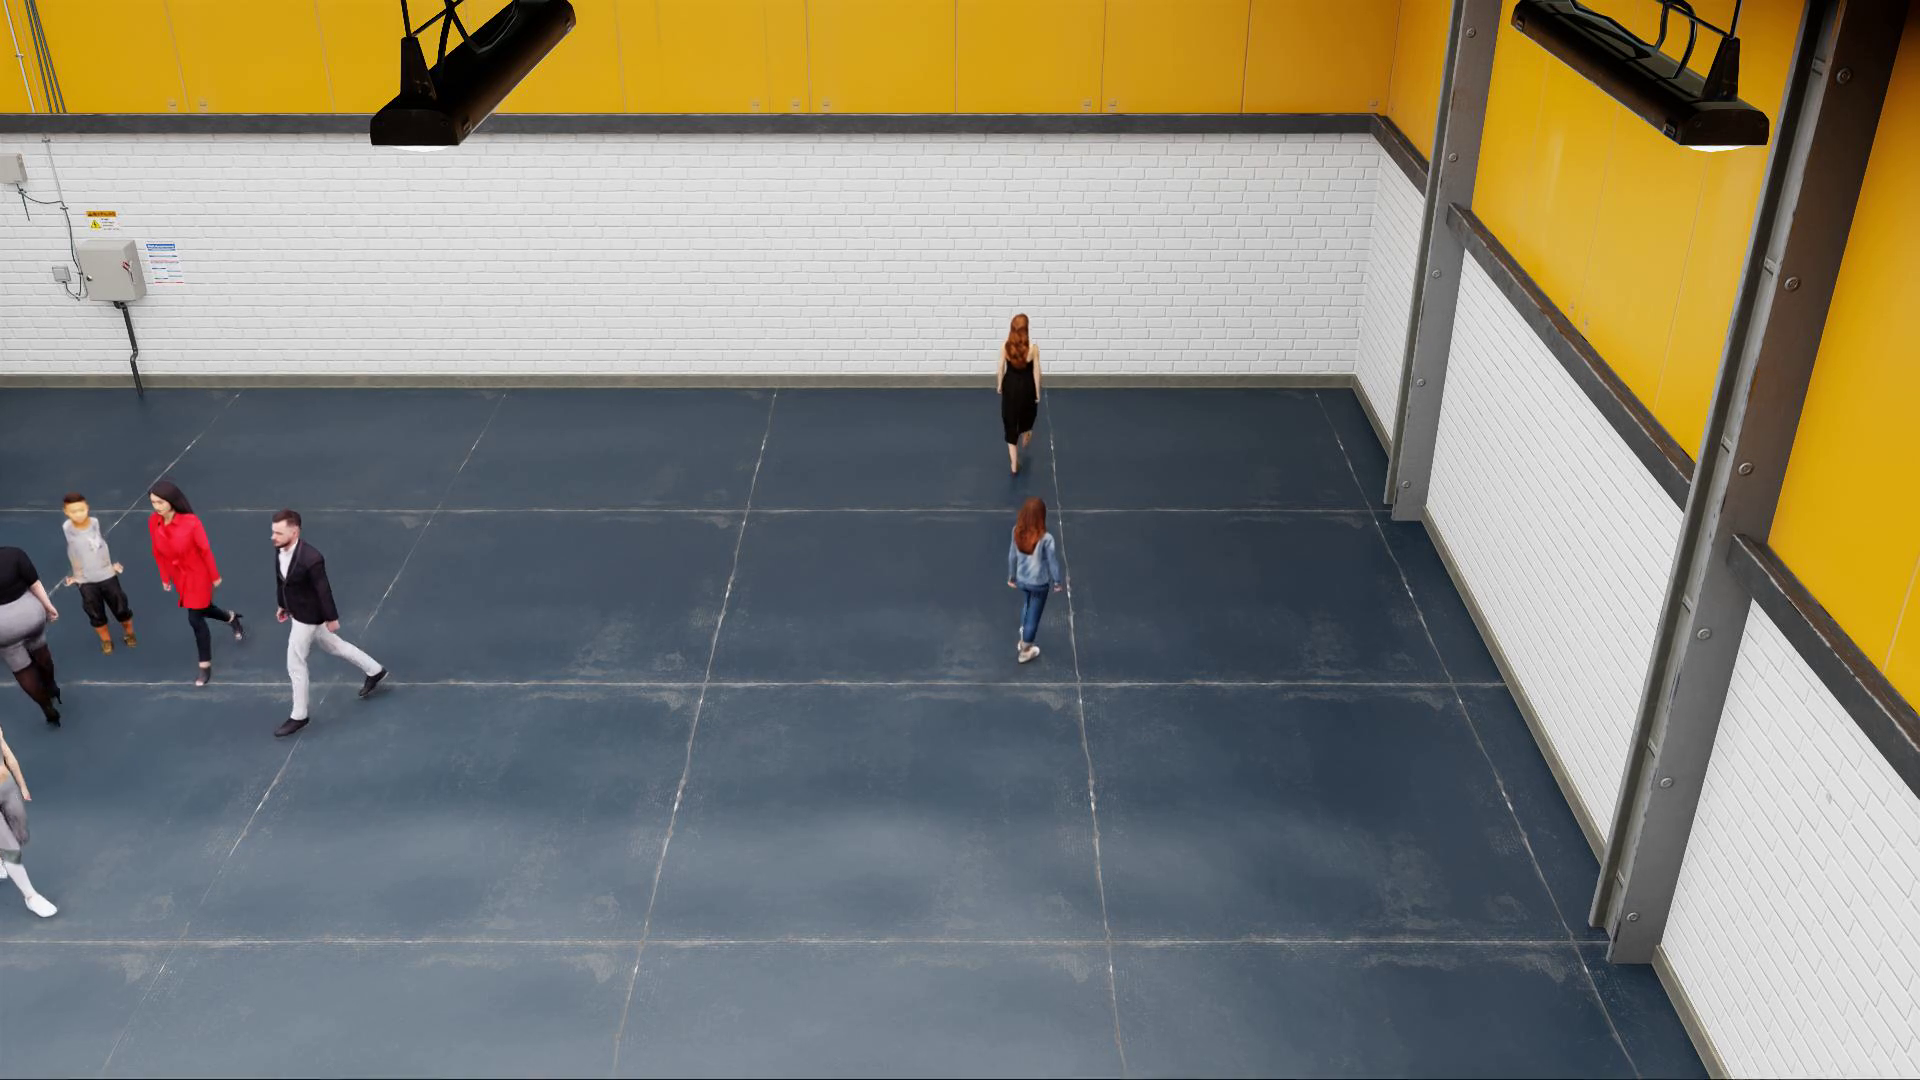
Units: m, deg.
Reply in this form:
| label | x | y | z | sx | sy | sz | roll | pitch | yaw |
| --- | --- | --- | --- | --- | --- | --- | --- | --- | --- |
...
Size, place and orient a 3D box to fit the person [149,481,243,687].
| label | x | y | z | sx | sy | sz | roll | pitch | yaw |
| --- | --- | --- | --- | --- | --- | --- | --- | --- | --- |
| person | -6.041 | 0.269 | 13.177 | 0.729 | 1.719 | 1.058 | 4 | 29 | 8 |

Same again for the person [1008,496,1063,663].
| label | x | y | z | sx | sy | sz | roll | pitch | yaw |
| --- | --- | --- | --- | --- | --- | --- | --- | --- | --- |
| person | 0.539 | 0.350 | 13.293 | 0.665 | 1.466 | 0.713 | 21 | 35 | 34 |

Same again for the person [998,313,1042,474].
| label | x | y | z | sx | sy | sz | roll | pitch | yaw |
| --- | --- | --- | --- | --- | --- | --- | --- | --- | --- |
| person | 0.567 | -1.414 | 16.403 | 0.650 | 1.585 | 1.044 | 2 | 29 | 4 |

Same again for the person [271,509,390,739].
| label | x | y | z | sx | sy | sz | roll | pitch | yaw |
| --- | --- | --- | --- | --- | --- | --- | --- | --- | --- |
| person | -4.844 | 0.542 | 12.596 | 1.241 | 1.796 | 1.195 | -25 | 37 | -38 |

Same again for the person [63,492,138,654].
| label | x | y | z | sx | sy | sz | roll | pitch | yaw |
| --- | --- | --- | --- | --- | --- | --- | --- | --- | --- |
| person | -7.088 | 0.214 | 13.557 | 0.678 | 1.452 | 0.694 | -15 | 32 | -26 |

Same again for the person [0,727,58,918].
| label | x | y | z | sx | sy | sz | roll | pitch | yaw |
| --- | --- | --- | --- | --- | --- | --- | --- | --- | --- |
| person | -6.246 | 1.652 | 10.679 | 0.914 | 1.684 | 0.989 | 15 | 32 | 25 |

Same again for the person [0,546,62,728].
| label | x | y | z | sx | sy | sz | roll | pitch | yaw |
| --- | --- | --- | --- | --- | --- | --- | --- | --- | --- |
| person | -7.031 | 0.673 | 12.433 | 0.963 | 1.722 | 0.901 | 25 | 38 | 38 |
